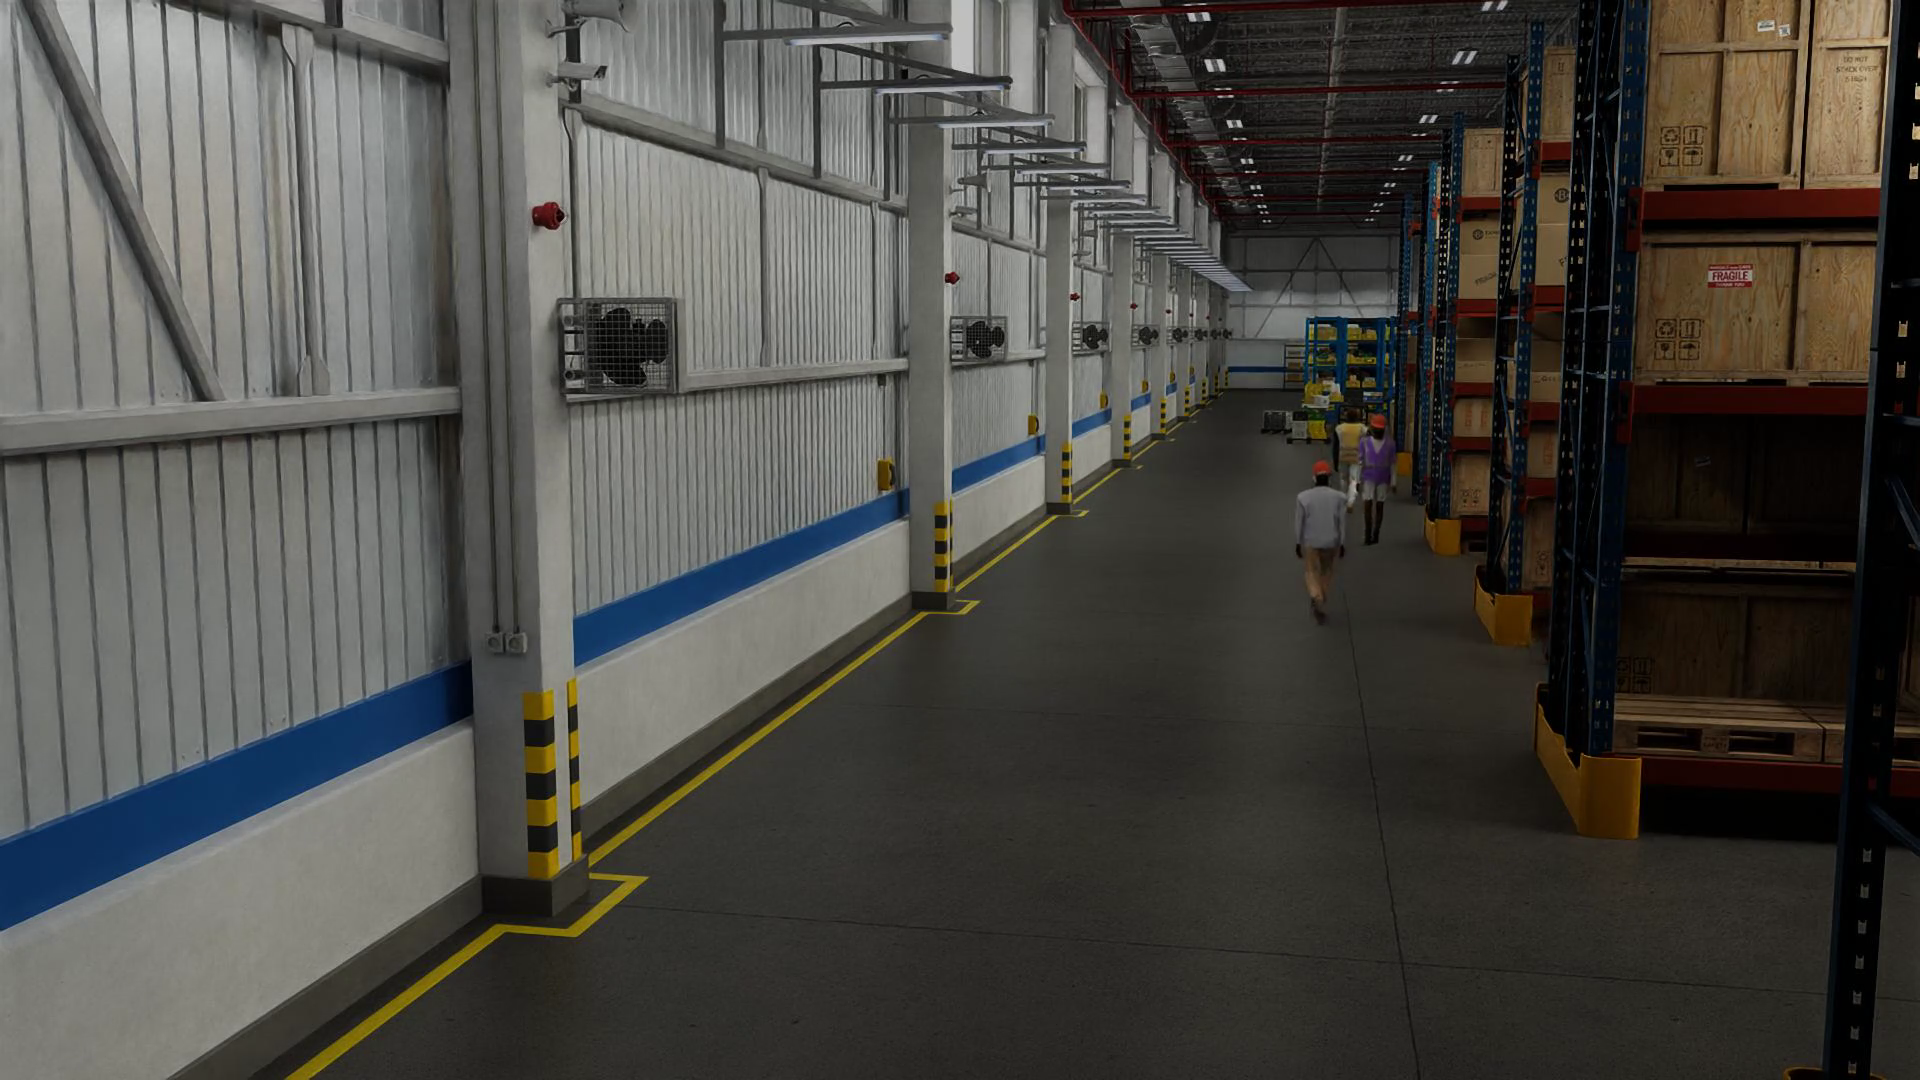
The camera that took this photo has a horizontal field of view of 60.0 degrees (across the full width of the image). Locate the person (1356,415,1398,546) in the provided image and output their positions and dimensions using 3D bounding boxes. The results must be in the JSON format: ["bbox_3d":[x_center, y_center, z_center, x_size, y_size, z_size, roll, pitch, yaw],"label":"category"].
[{"bbox_3d":[6.049,-0.853,24.120,0.569,1.891,0.947,2,7,14],"label":"person"}]

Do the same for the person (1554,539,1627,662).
[{"bbox_3d":[5.824,0.267,15.157,0.659,1.892,0.619,-7,10,-43],"label":"person"}]

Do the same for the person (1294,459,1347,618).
[{"bbox_3d":[3.894,0.003,17.921,0.570,1.735,0.520,0,7,2],"label":"person"}]

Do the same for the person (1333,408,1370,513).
[{"bbox_3d":[6.736,-1.368,28.639,0.626,1.816,0.908,3,8,19],"label":"person"}]
